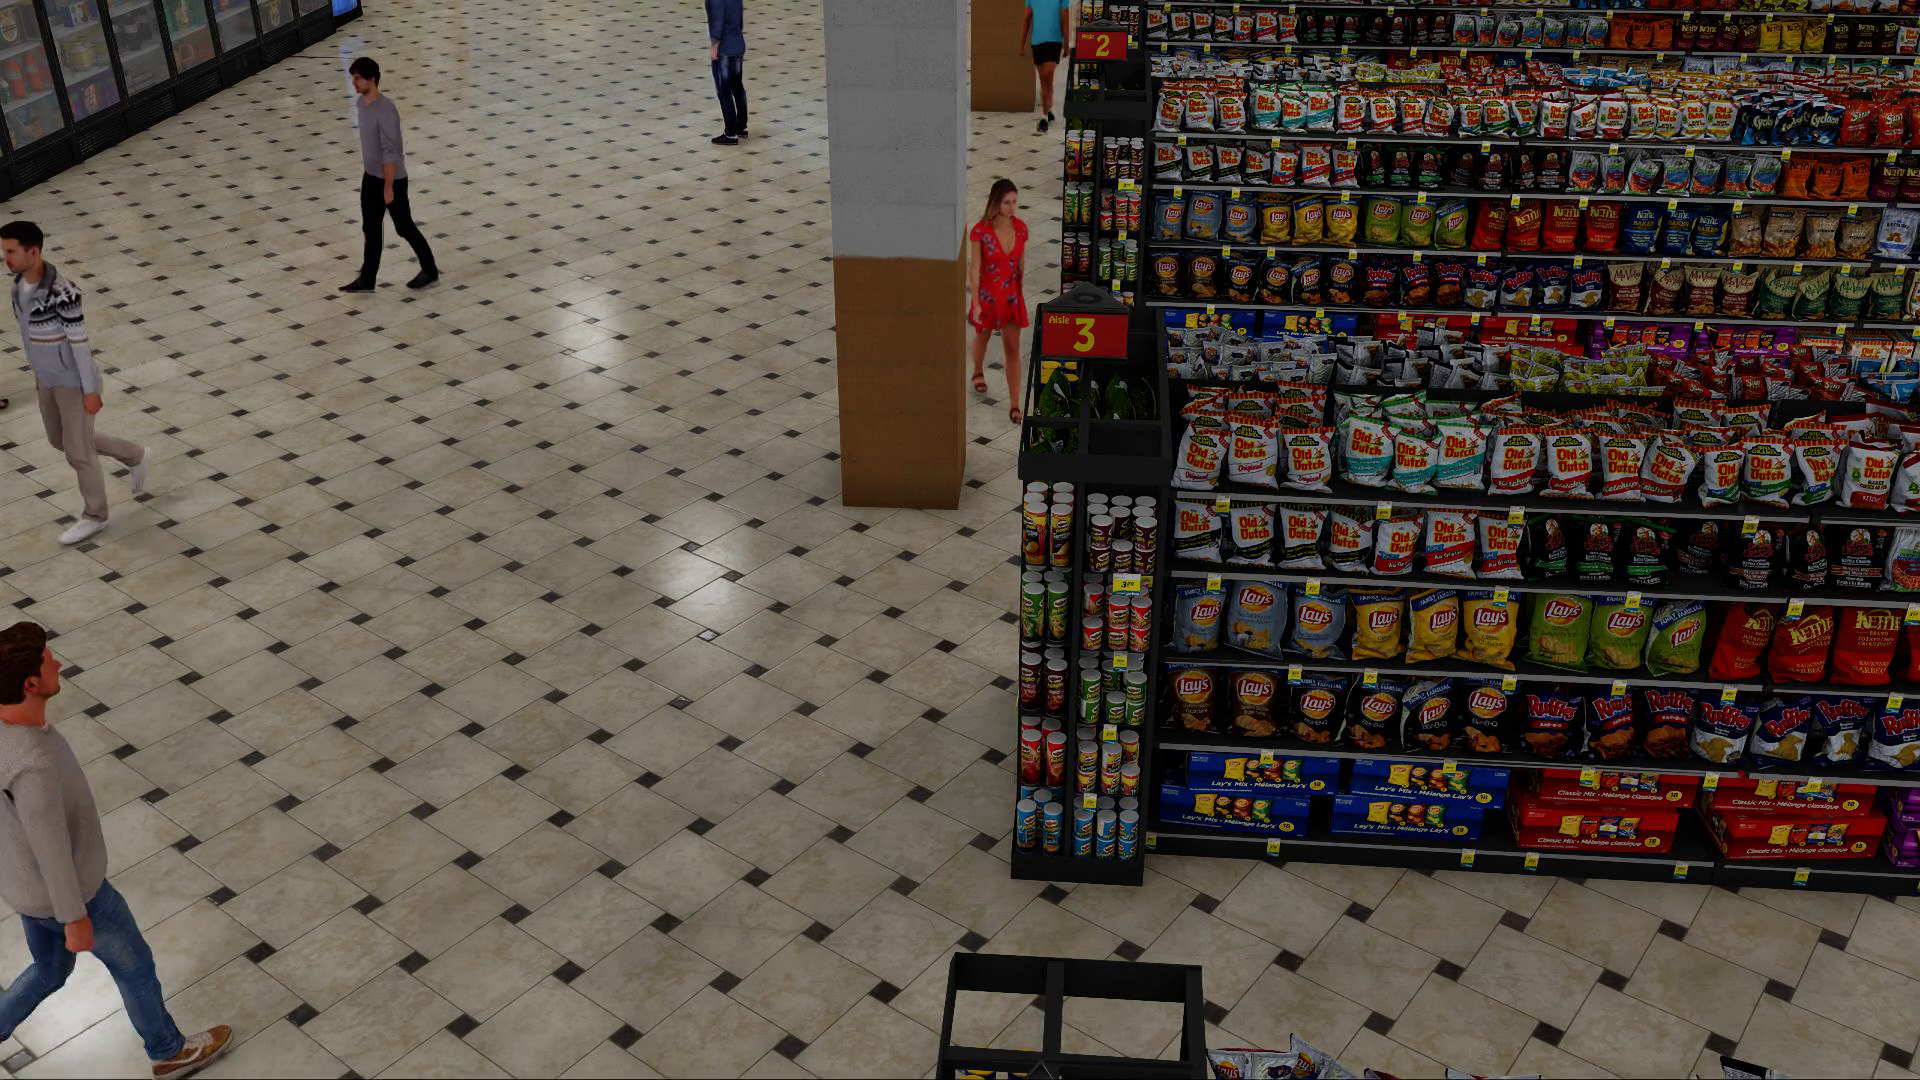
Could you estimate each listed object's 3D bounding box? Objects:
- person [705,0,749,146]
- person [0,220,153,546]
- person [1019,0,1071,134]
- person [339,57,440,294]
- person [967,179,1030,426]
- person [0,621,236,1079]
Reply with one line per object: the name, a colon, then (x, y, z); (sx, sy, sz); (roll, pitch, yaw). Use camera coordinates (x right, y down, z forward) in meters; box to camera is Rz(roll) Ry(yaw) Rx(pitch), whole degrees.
person: (-2.345, -4.881, 16.722); (0.691, 1.747, 0.772); (10, 30, 18)
person: (-4.982, -0.937, 9.403); (1.035, 1.839, 1.044); (20, 35, 32)
person: (0.931, -5.144, 17.202); (0.947, 1.749, 0.895); (13, 31, 22)
person: (-4.357, -2.796, 12.833); (1.101, 1.813, 1.065); (-24, 37, -37)
person: (0.209, -1.600, 10.924); (1.085, 1.543, 0.889); (-7, 29, -13)
person: (-3.082, 1.176, 5.496); (1.229, 1.873, 1.185); (-22, 36, -35)
